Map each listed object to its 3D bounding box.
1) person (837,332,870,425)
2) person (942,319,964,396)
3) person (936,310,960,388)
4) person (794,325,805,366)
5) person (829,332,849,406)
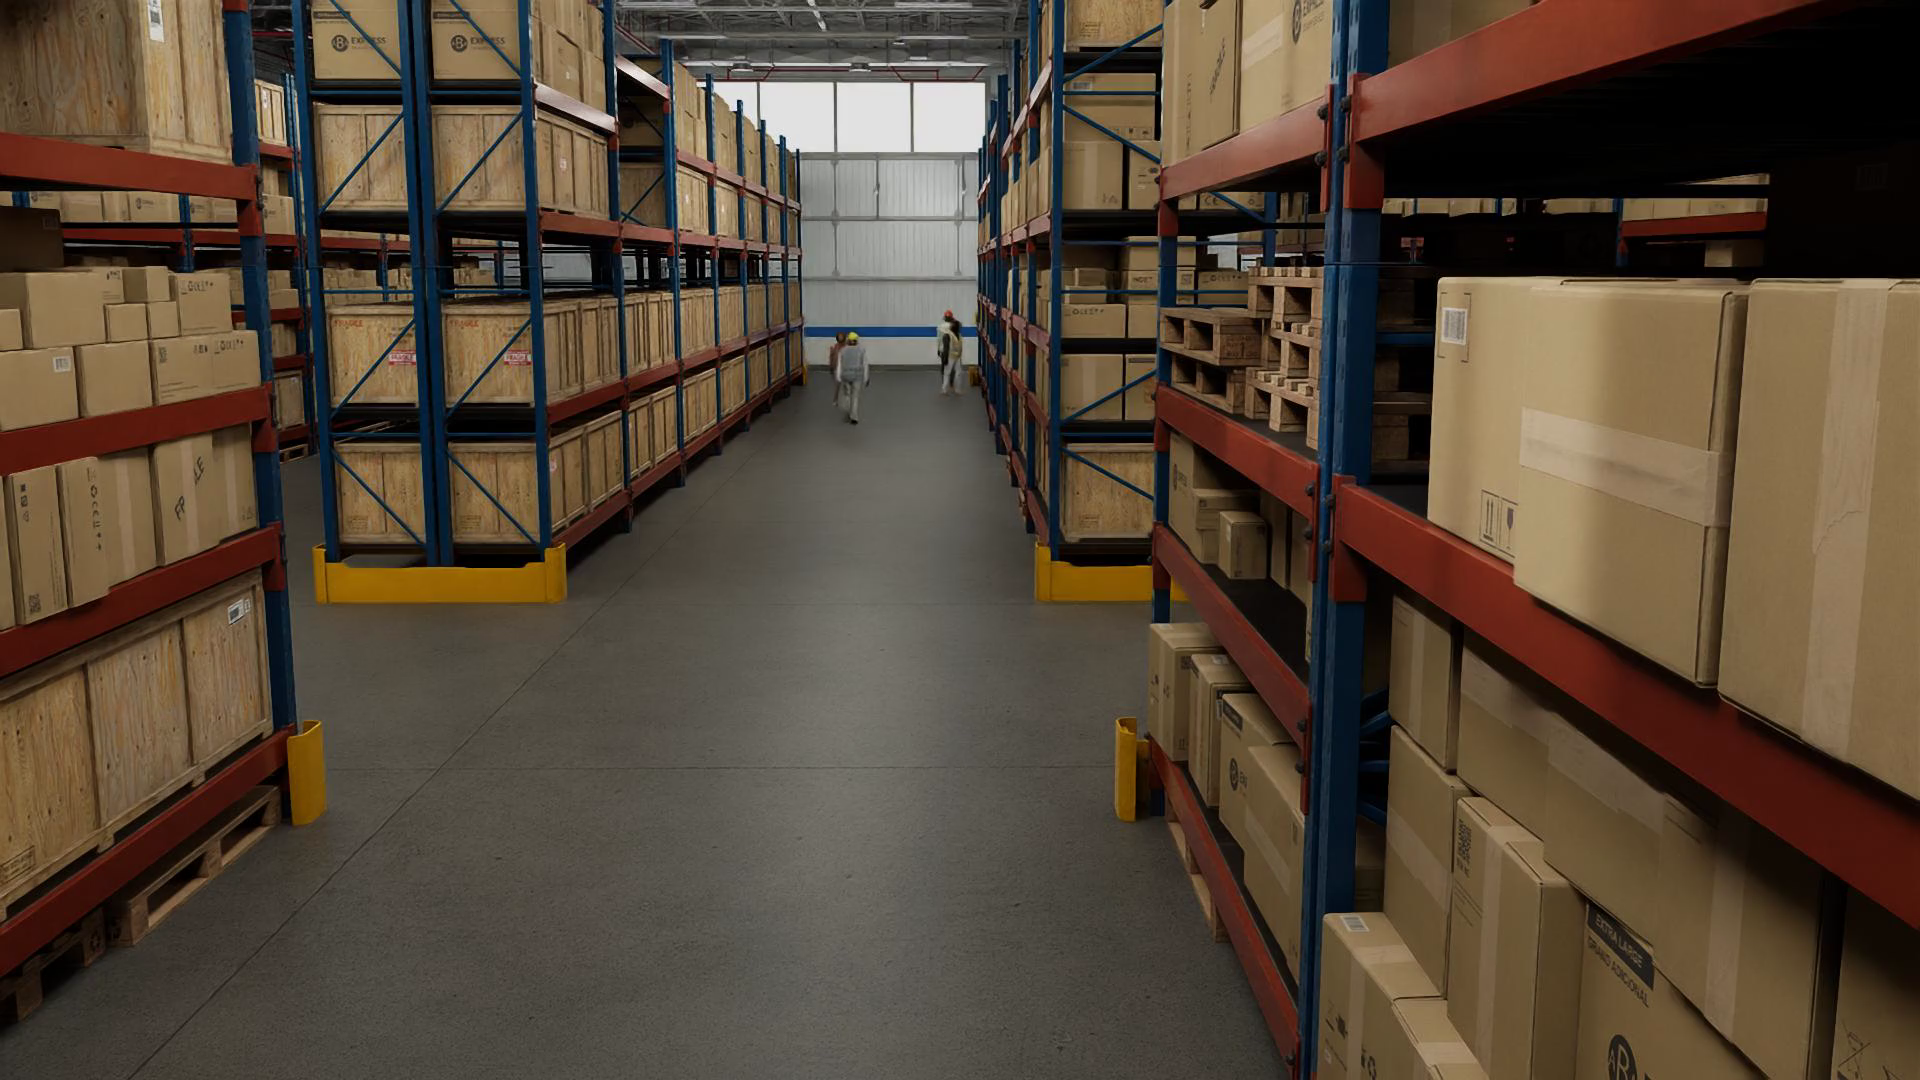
[{"bbox_3d":[-2.067,-3.175,32.645,0.600,1.788,0.887,2,9,12],"label":"person"},{"bbox_3d":[-0.167,-4.346,39.721,0.430,1.841,0.633,6,11,34],"label":"person"},{"bbox_3d":[-0.280,-4.905,42.739,0.633,1.965,0.784,0,9,2],"label":"person"},{"bbox_3d":[-4.666,-5.616,47.792,0.377,1.738,0.579,-1,9,-5],"label":"person"},{"bbox_3d":[-2.642,-3.791,36.882,0.517,1.645,0.308,0,9,3],"label":"person"}]
